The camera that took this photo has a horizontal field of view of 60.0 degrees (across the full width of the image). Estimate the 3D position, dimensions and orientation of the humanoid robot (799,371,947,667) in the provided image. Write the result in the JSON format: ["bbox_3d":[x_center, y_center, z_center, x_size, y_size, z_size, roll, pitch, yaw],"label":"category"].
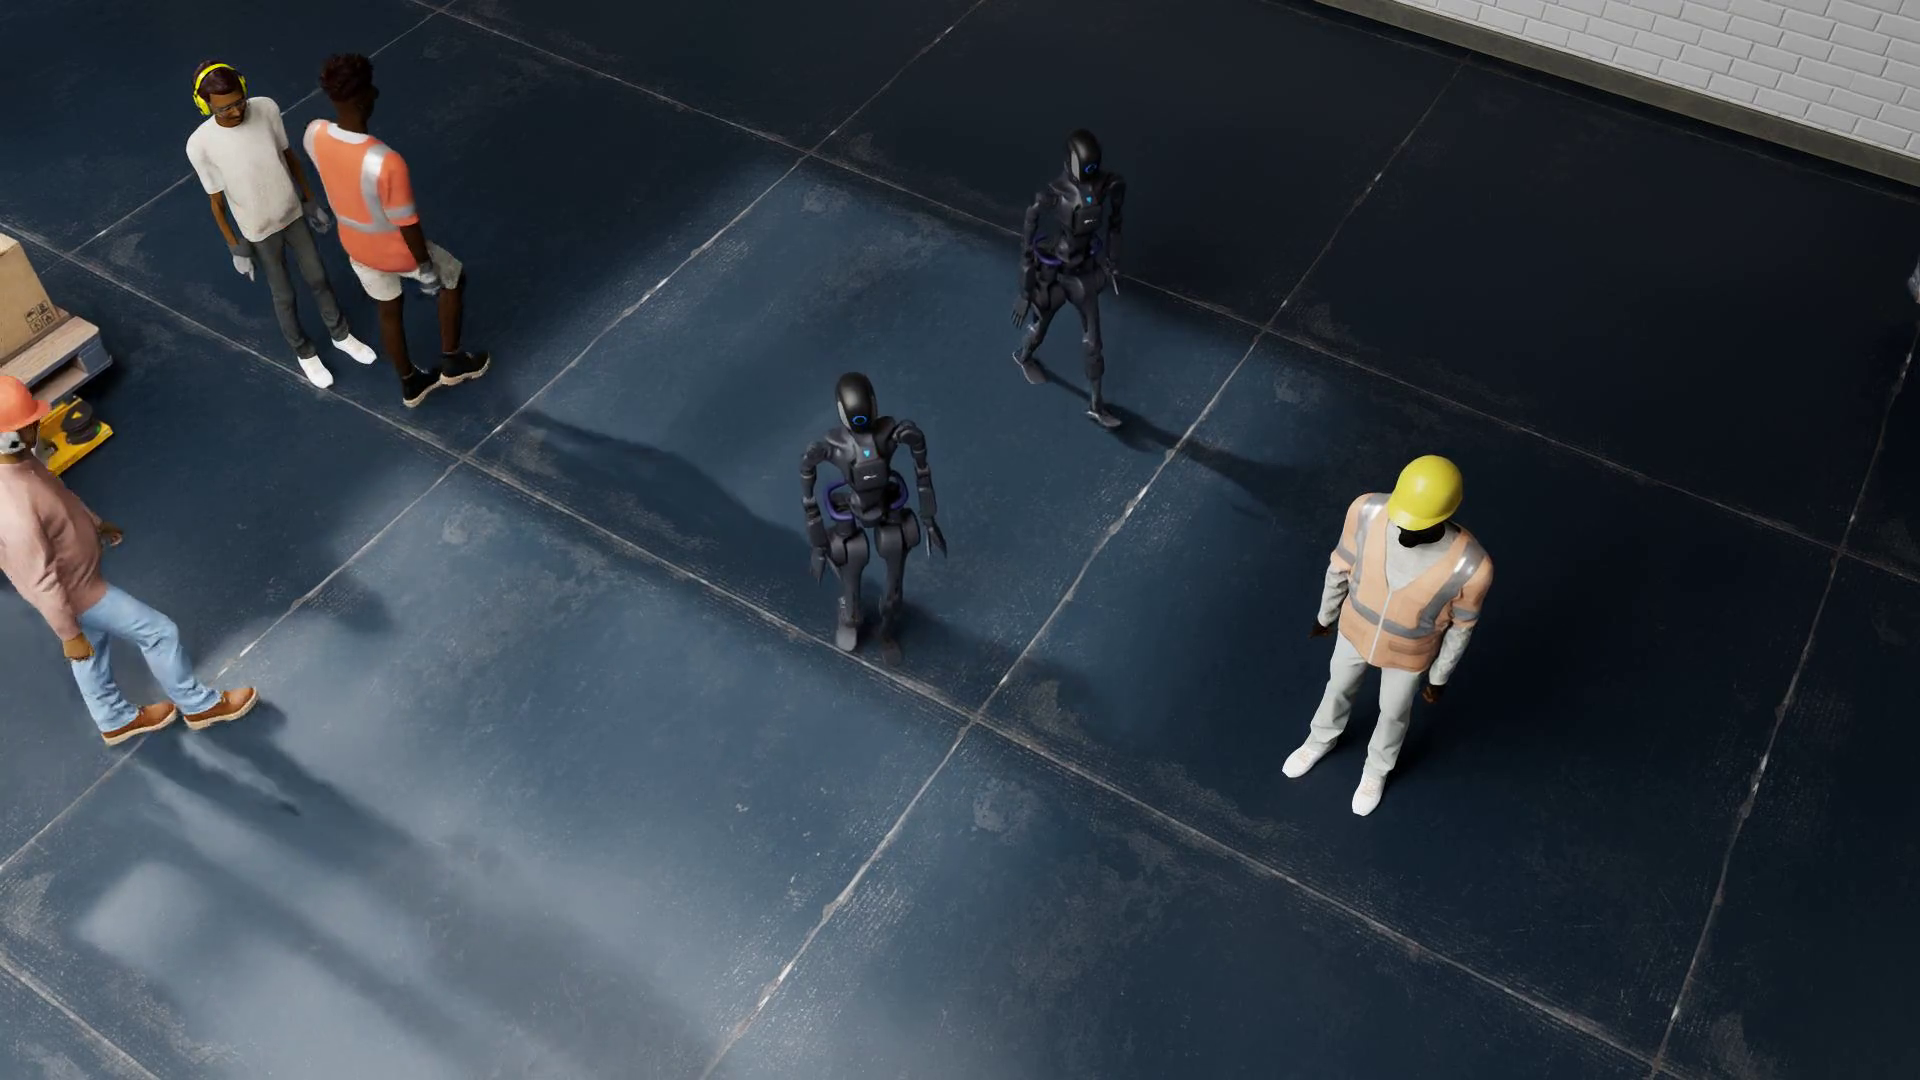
[{"bbox_3d":[-0.359,-0.060,6.934,0.586,1.651,0.373,-14,50,-12],"label":"humanoid robot"}]

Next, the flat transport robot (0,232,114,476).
[{"bbox_3d":[-5.037,-0.654,8.387,1.431,0.231,0.659,25,53,20],"label":"flat transport robot"}]

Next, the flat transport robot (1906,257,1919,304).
[{"bbox_3d":[5.627,-0.879,8.584,0.659,0.231,1.431,1,49,1],"label":"flat transport robot"}]

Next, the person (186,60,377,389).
[{"bbox_3d":[-3.323,-1.523,8.097,0.352,1.856,0.521,30,55,24],"label":"person"}]

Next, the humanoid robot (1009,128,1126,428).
[{"bbox_3d":[0.532,-1.269,8.017,0.612,1.622,0.777,-22,52,-18],"label":"humanoid robot"}]

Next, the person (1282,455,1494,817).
[{"bbox_3d":[1.635,0.373,6.389,0.590,1.926,0.363,29,55,23],"label":"person"}]

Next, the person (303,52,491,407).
[{"bbox_3d":[-2.696,-1.483,8.001,0.607,1.936,0.619,20,52,16],"label":"person"}]

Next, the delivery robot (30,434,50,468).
[{"bbox_3d":[-4.556,-0.248,7.850,0.499,0.606,0.807,-12,50,-10],"label":"delivery robot"}]

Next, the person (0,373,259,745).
[{"bbox_3d":[-3.409,0.101,6.603,0.780,1.958,0.623,-28,54,-22],"label":"person"}]
